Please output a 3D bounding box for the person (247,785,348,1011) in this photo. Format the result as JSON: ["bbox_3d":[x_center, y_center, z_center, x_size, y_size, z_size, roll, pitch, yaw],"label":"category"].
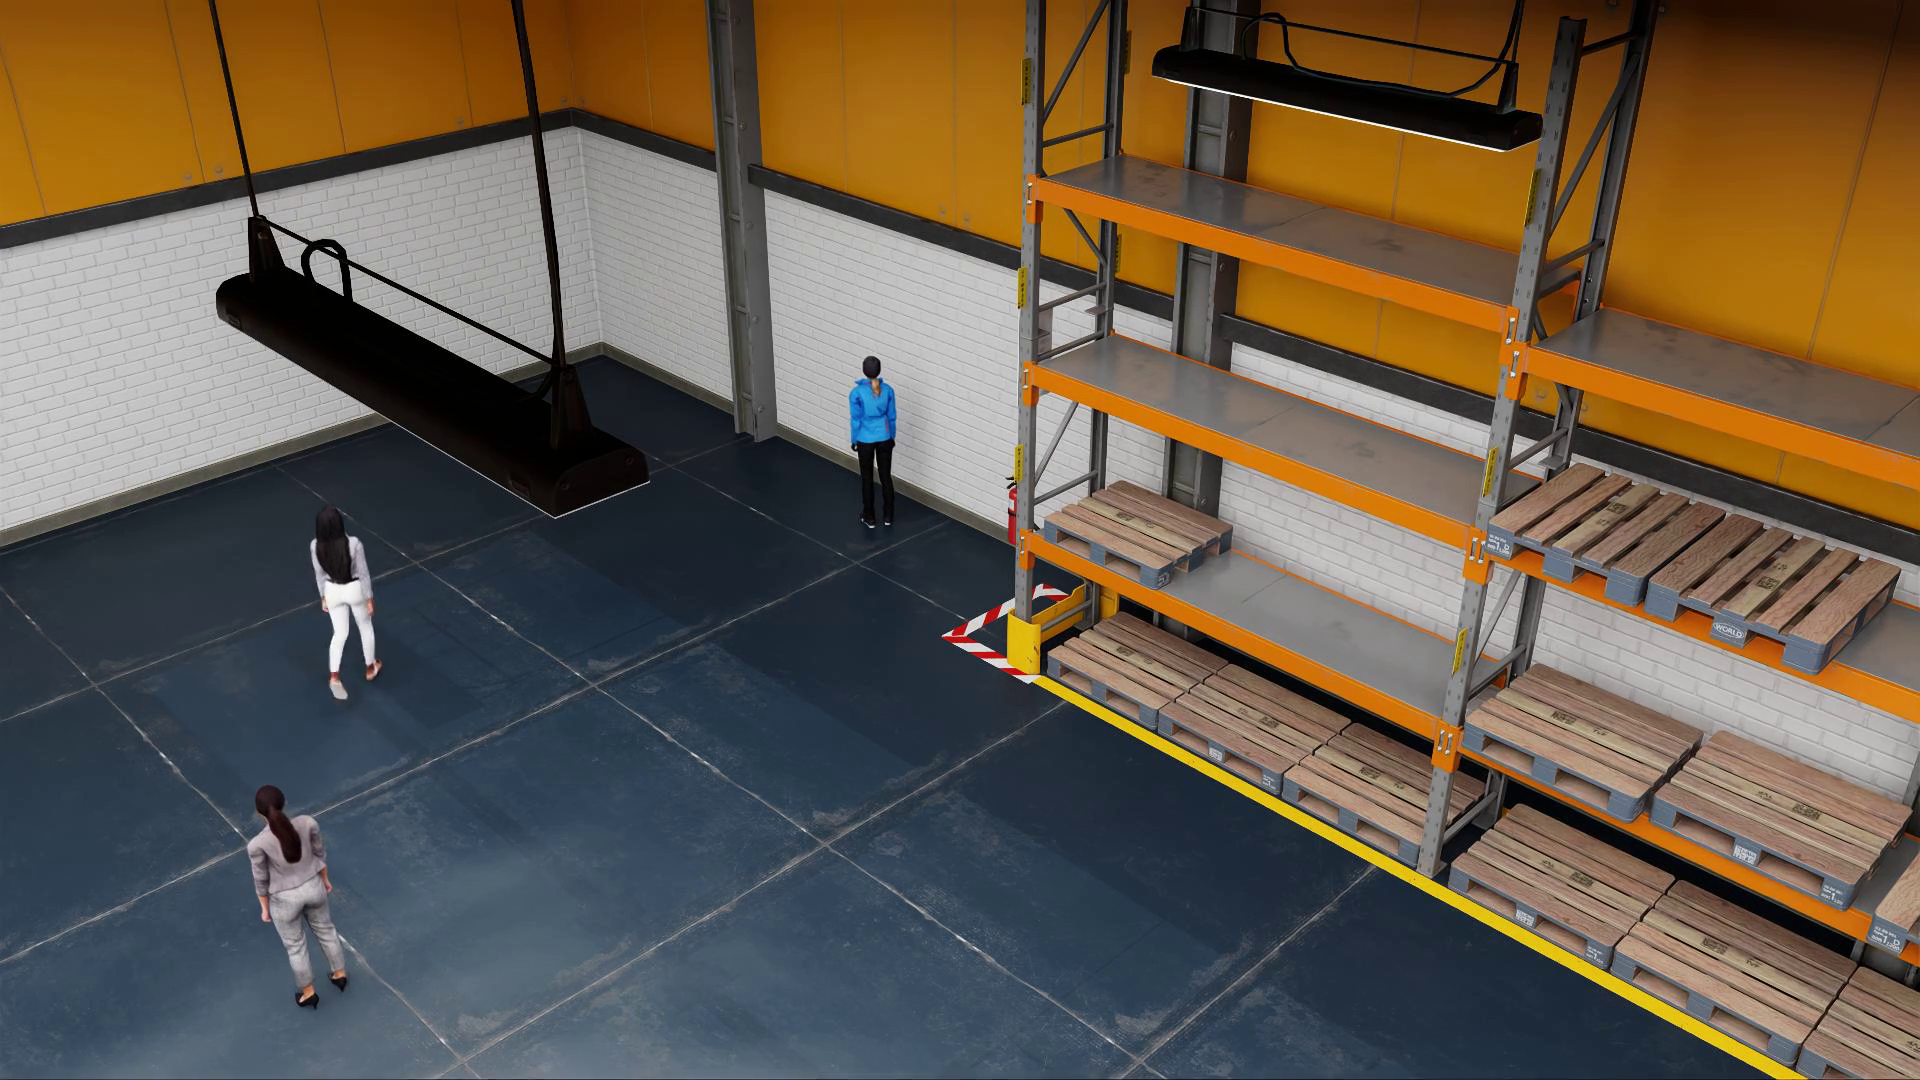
[{"bbox_3d":[-4.192,2.256,10.509,0.557,1.677,0.611,25,37,38],"label":"person"}]

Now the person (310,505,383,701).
[{"bbox_3d":[-5.061,0.520,13.661,1.008,1.706,1.066,0,29,1],"label":"person"}]

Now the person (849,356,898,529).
[{"bbox_3d":[-0.838,-0.964,16.289,0.692,1.795,0.694,-7,29,-12],"label":"person"}]
